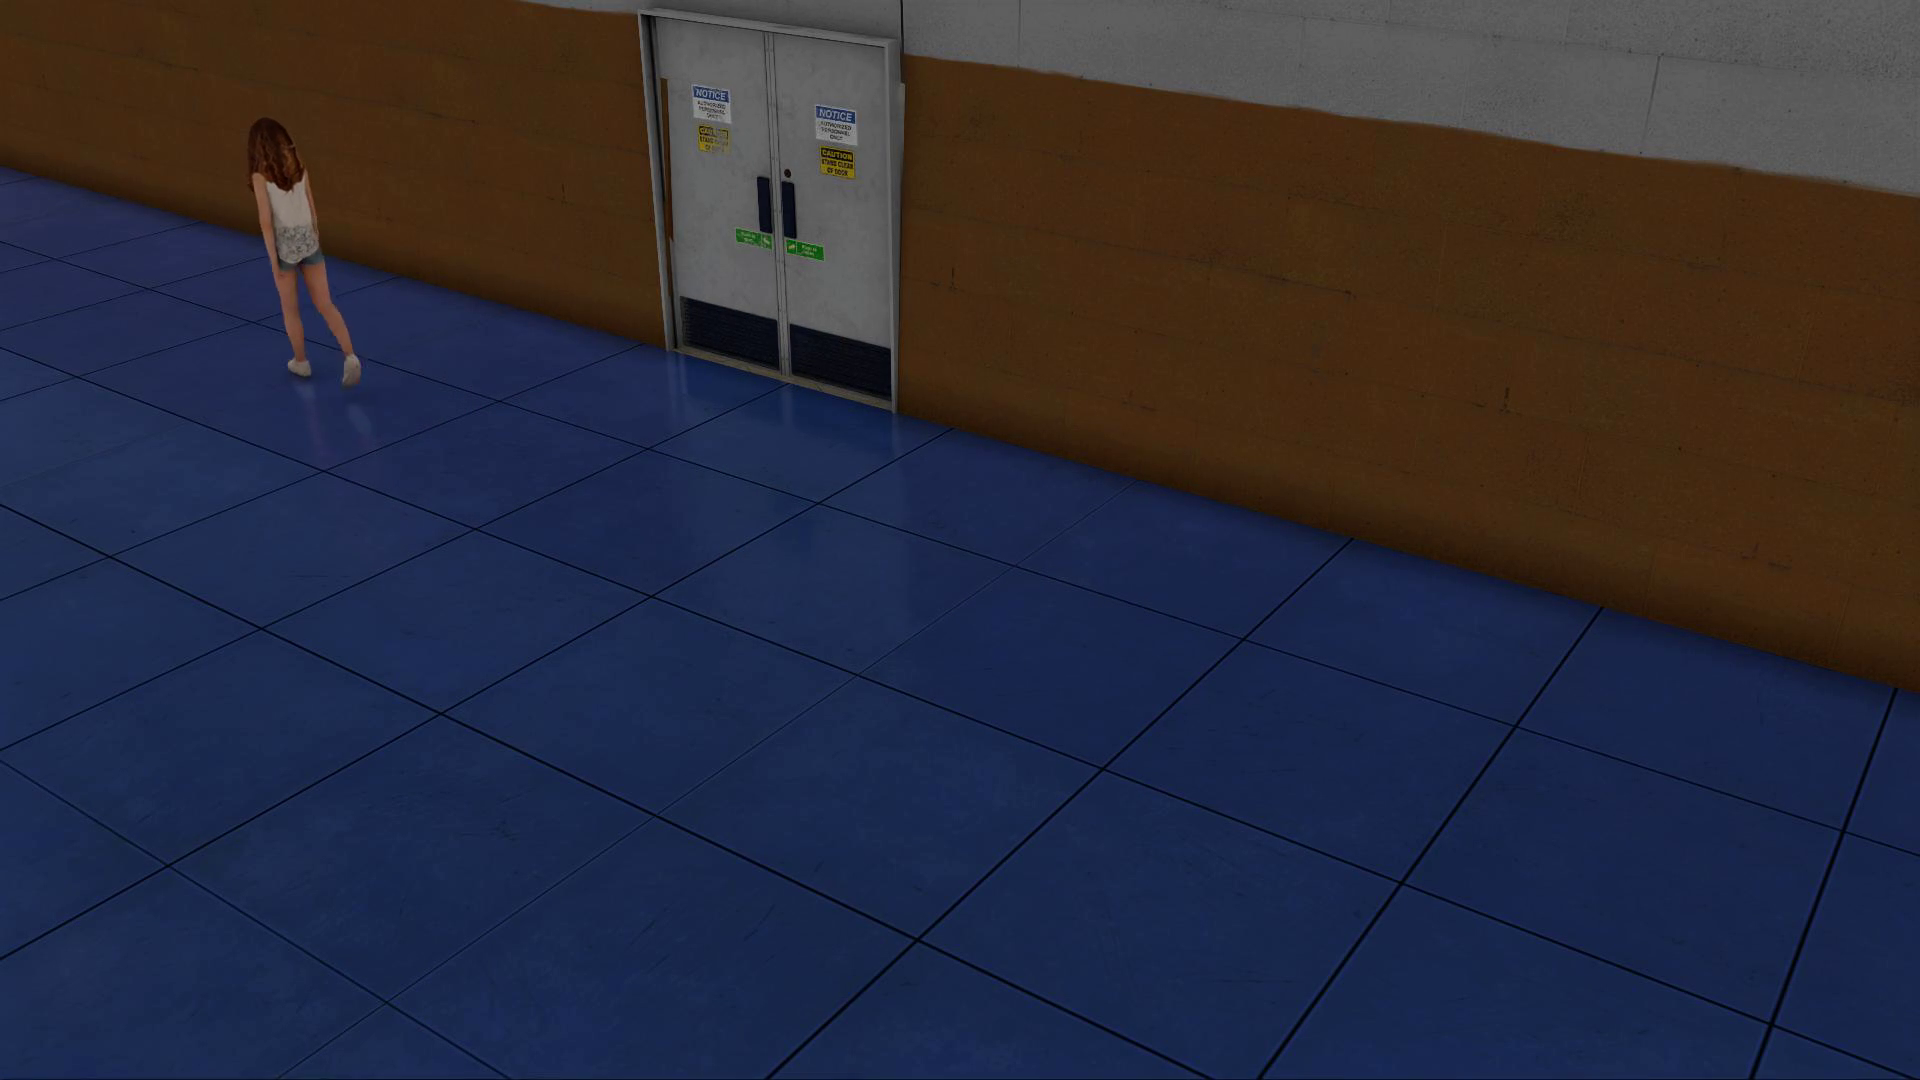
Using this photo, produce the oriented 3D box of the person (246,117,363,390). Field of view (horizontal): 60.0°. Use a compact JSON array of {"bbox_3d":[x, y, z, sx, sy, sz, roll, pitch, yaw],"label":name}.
[{"bbox_3d":[-4.176,-1.788,10.622,0.737,1.729,1.064,23,35,38],"label":"person"}]
